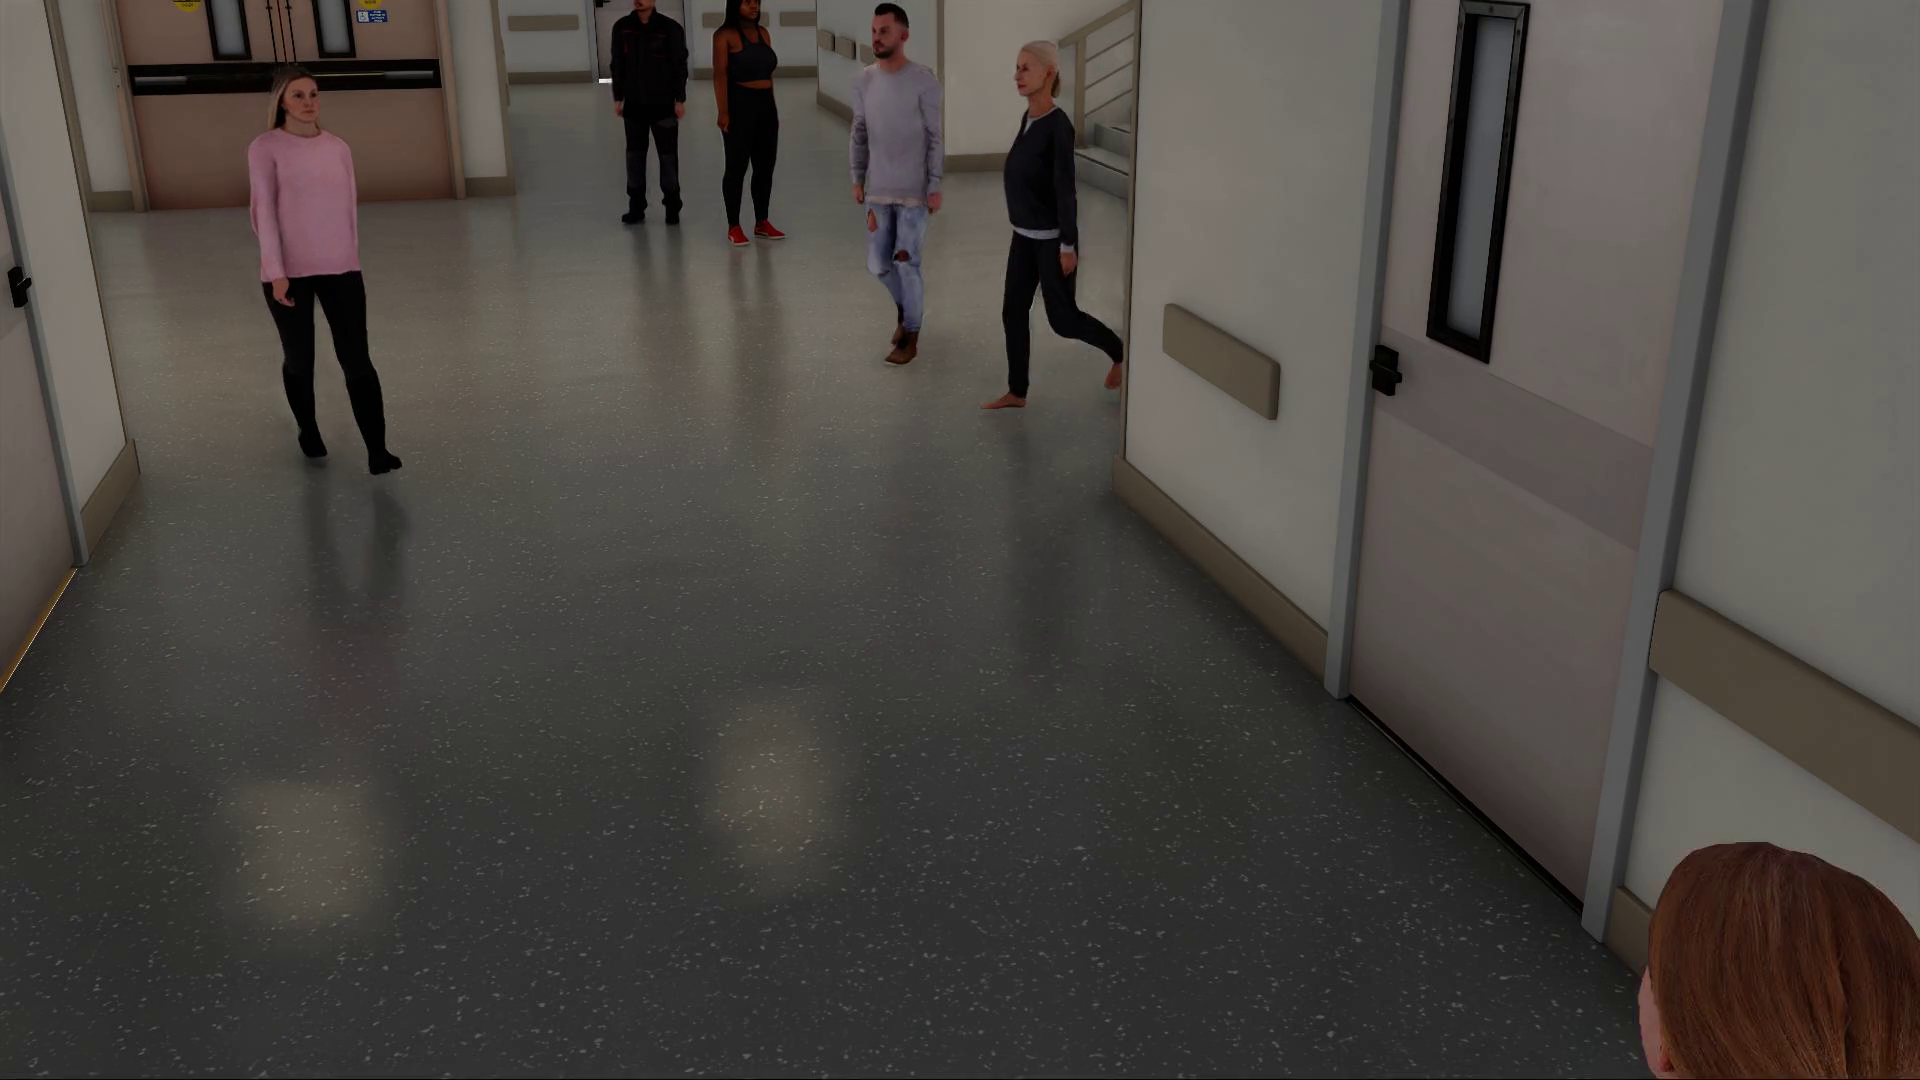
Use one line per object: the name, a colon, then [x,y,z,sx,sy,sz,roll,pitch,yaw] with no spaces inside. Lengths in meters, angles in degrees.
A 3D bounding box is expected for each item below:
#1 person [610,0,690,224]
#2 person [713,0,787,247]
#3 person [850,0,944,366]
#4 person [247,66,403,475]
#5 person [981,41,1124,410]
person: [-2.359,-3.363,12.615,0.703,1.871,0.901,2,21,6]
person: [-1.505,-3.042,11.845,0.842,1.816,0.730,19,28,41]
person: [-0.272,-1.851,8.688,0.901,1.824,0.965,9,23,22]
person: [-2.735,-1.094,6.939,1.080,1.648,0.914,-15,25,-34]
person: [0.470,-1.428,7.750,1.058,1.699,0.763,-10,23,-24]
